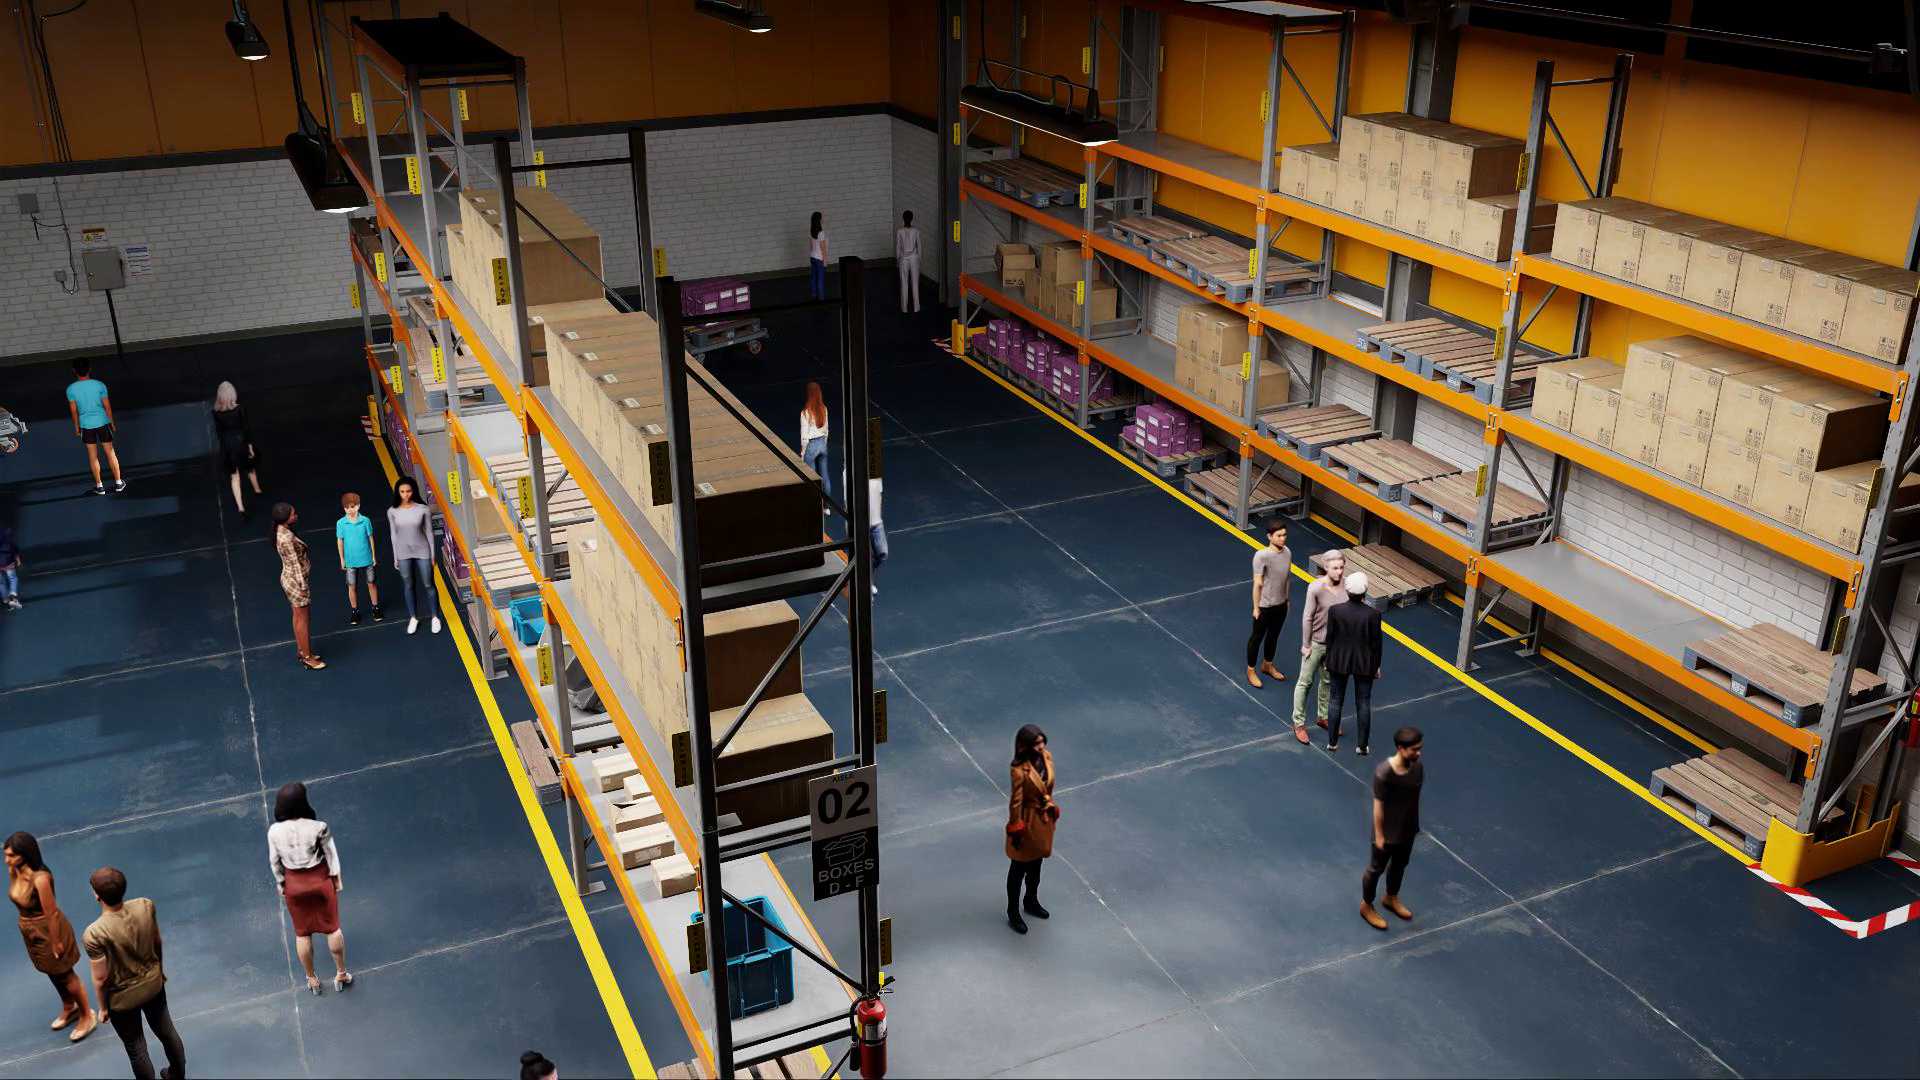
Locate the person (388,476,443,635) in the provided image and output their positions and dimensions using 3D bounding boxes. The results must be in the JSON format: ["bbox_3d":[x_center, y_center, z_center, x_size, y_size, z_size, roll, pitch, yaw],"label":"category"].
[{"bbox_3d":[-5.701,0.143,17.408,0.661,1.736,0.633,-2,24,-5],"label":"person"}]

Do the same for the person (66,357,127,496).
[{"bbox_3d":[-10.916,-1.445,20.990,0.621,1.776,0.532,-13,27,-27],"label":"person"}]

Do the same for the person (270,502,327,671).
[{"bbox_3d":[-6.632,0.457,16.615,0.660,1.795,0.514,-14,27,-28],"label":"person"}]

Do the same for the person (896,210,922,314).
[{"bbox_3d":[-0.878,-4.802,28.673,0.669,1.774,0.672,0,24,1],"label":"person"}]

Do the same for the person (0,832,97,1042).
[{"bbox_3d":[-6.335,2.737,11.539,0.614,1.684,0.706,14,27,29],"label":"person"}]

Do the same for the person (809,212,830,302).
[{"bbox_3d":[-2.466,-4.855,28.905,0.689,1.684,0.522,-15,28,-31],"label":"person"}]

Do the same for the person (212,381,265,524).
[{"bbox_3d":[-8.779,-1.034,20.152,0.868,1.694,1.241,-2,24,-6],"label":"person"}]

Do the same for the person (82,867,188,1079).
[{"bbox_3d":[-5.395,2.936,10.873,0.780,1.852,0.745,11,26,24],"label":"person"}]

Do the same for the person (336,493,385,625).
[{"bbox_3d":[-6.403,0.174,17.693,0.526,1.449,0.493,-9,25,-19],"label":"person"}]

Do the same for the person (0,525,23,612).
[{"bbox_3d":[-10.325,0.219,17.884,0.528,1.215,0.577,-9,25,-20],"label":"person"}]

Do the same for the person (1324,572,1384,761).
[{"bbox_3d":[3.388,1.058,14.205,0.824,1.782,0.794,8,25,18],"label":"person"}]

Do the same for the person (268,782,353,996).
[{"bbox_3d":[-4.679,2.510,11.974,0.639,1.751,0.582,-5,24,-11],"label":"person"}]

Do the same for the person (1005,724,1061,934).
[{"bbox_3d":[0.542,2.185,12.755,0.747,1.720,0.712,-21,31,-39],"label":"person"}]

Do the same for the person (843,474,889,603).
[{"bbox_3d":[-1.091,-0.220,18.062,0.746,1.876,0.753,-17,29,-34],"label":"person"}]

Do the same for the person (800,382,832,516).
[{"bbox_3d":[-1.764,-1.100,20.258,0.636,1.729,0.611,-21,31,-40],"label":"person"}]

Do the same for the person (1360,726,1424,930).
[{"bbox_3d":[3.331,2.172,12.795,0.628,1.712,0.553,-12,26,-26],"label":"person"}]

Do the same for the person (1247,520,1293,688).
[{"bbox_3d":[3.058,0.592,16.395,0.617,1.724,0.541,-13,27,-26],"label":"person"}]

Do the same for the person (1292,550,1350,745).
[{"bbox_3d":[3.370,0.943,15.402,0.694,1.875,0.627,-8,25,-18],"label":"person"}]
